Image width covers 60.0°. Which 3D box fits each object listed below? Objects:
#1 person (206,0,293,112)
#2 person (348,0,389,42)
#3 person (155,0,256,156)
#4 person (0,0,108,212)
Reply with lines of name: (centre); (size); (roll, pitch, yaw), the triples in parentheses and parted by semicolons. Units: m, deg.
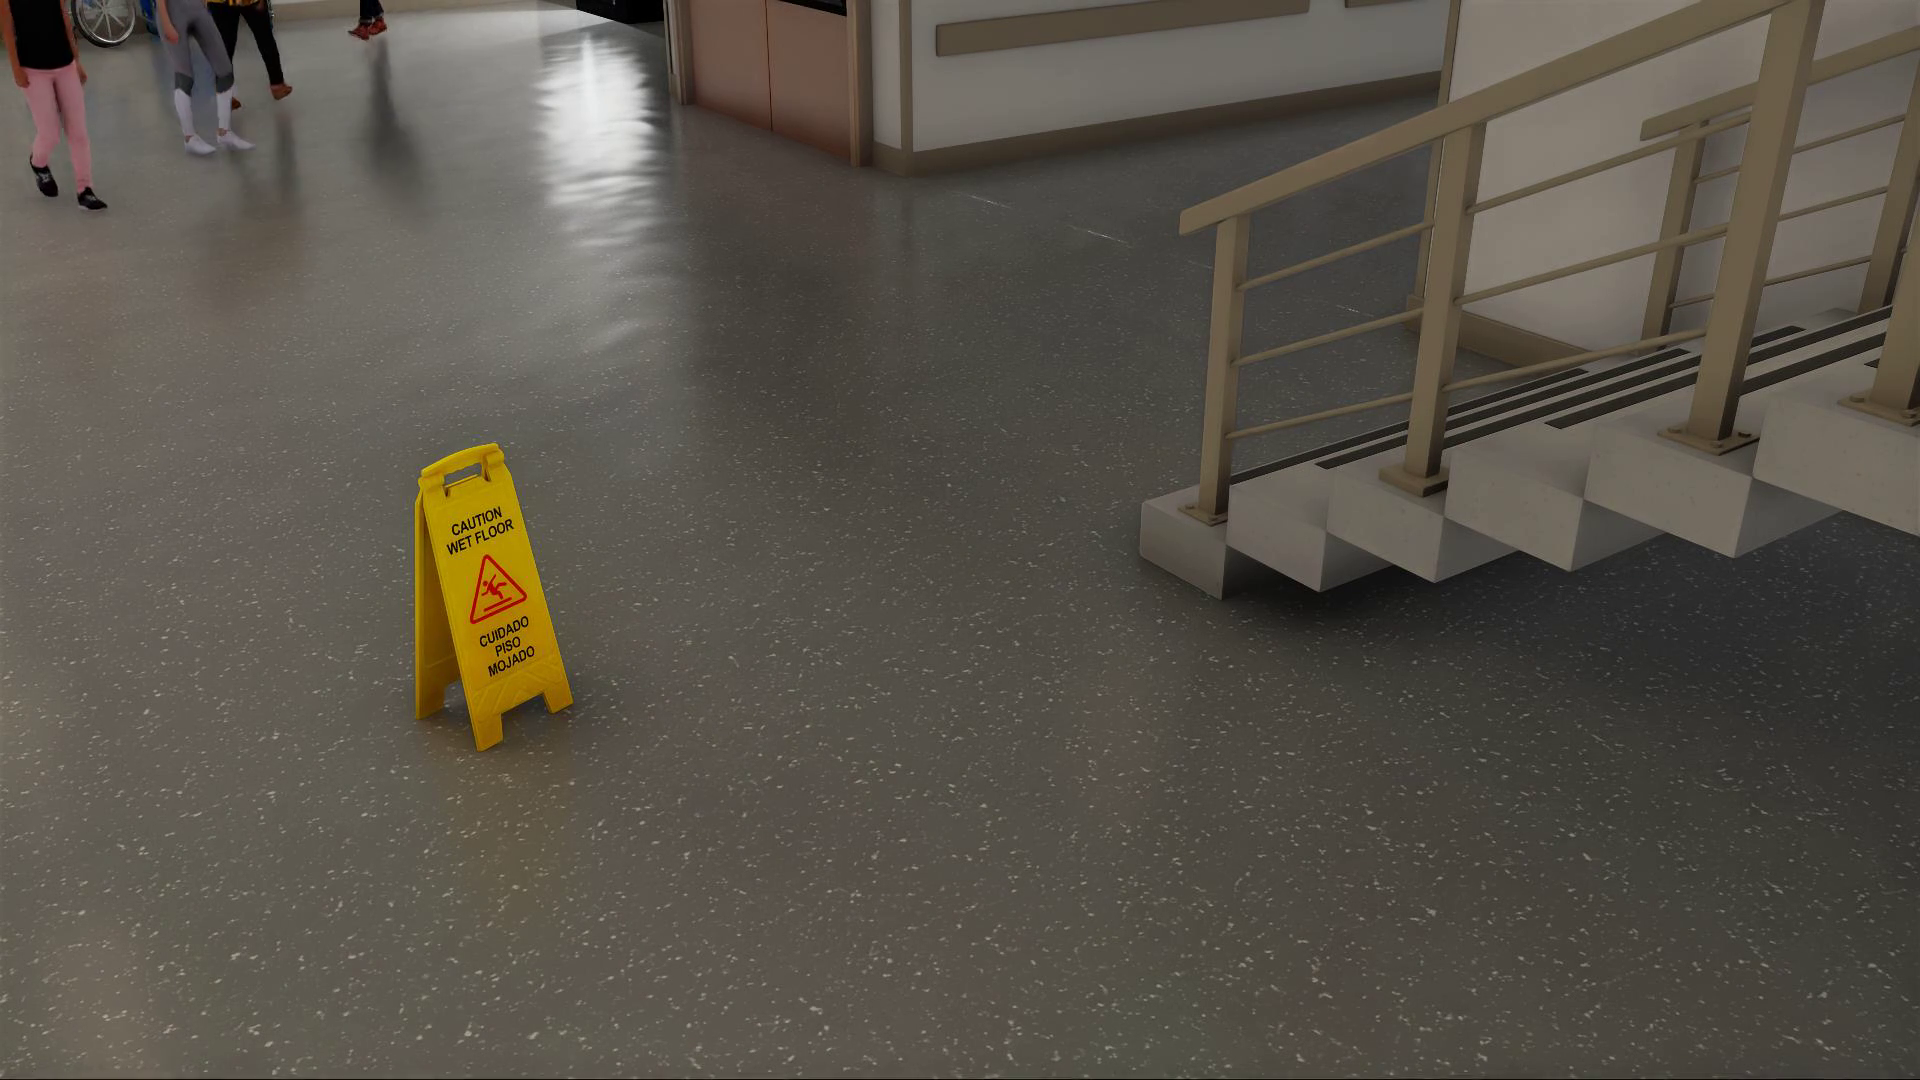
person: (-5.181, -3.830, 11.771); (1.072, 1.608, 1.168); (3, 26, 5)
person: (-5.325, -5.382, 14.790); (1.110, 1.781, 1.140); (7, 27, 14)
person: (-4.996, -3.303, 10.587); (0.849, 1.688, 0.771); (12, 28, 24)
person: (-5.150, -2.631, 9.351); (0.869, 1.551, 0.627); (22, 33, 37)
